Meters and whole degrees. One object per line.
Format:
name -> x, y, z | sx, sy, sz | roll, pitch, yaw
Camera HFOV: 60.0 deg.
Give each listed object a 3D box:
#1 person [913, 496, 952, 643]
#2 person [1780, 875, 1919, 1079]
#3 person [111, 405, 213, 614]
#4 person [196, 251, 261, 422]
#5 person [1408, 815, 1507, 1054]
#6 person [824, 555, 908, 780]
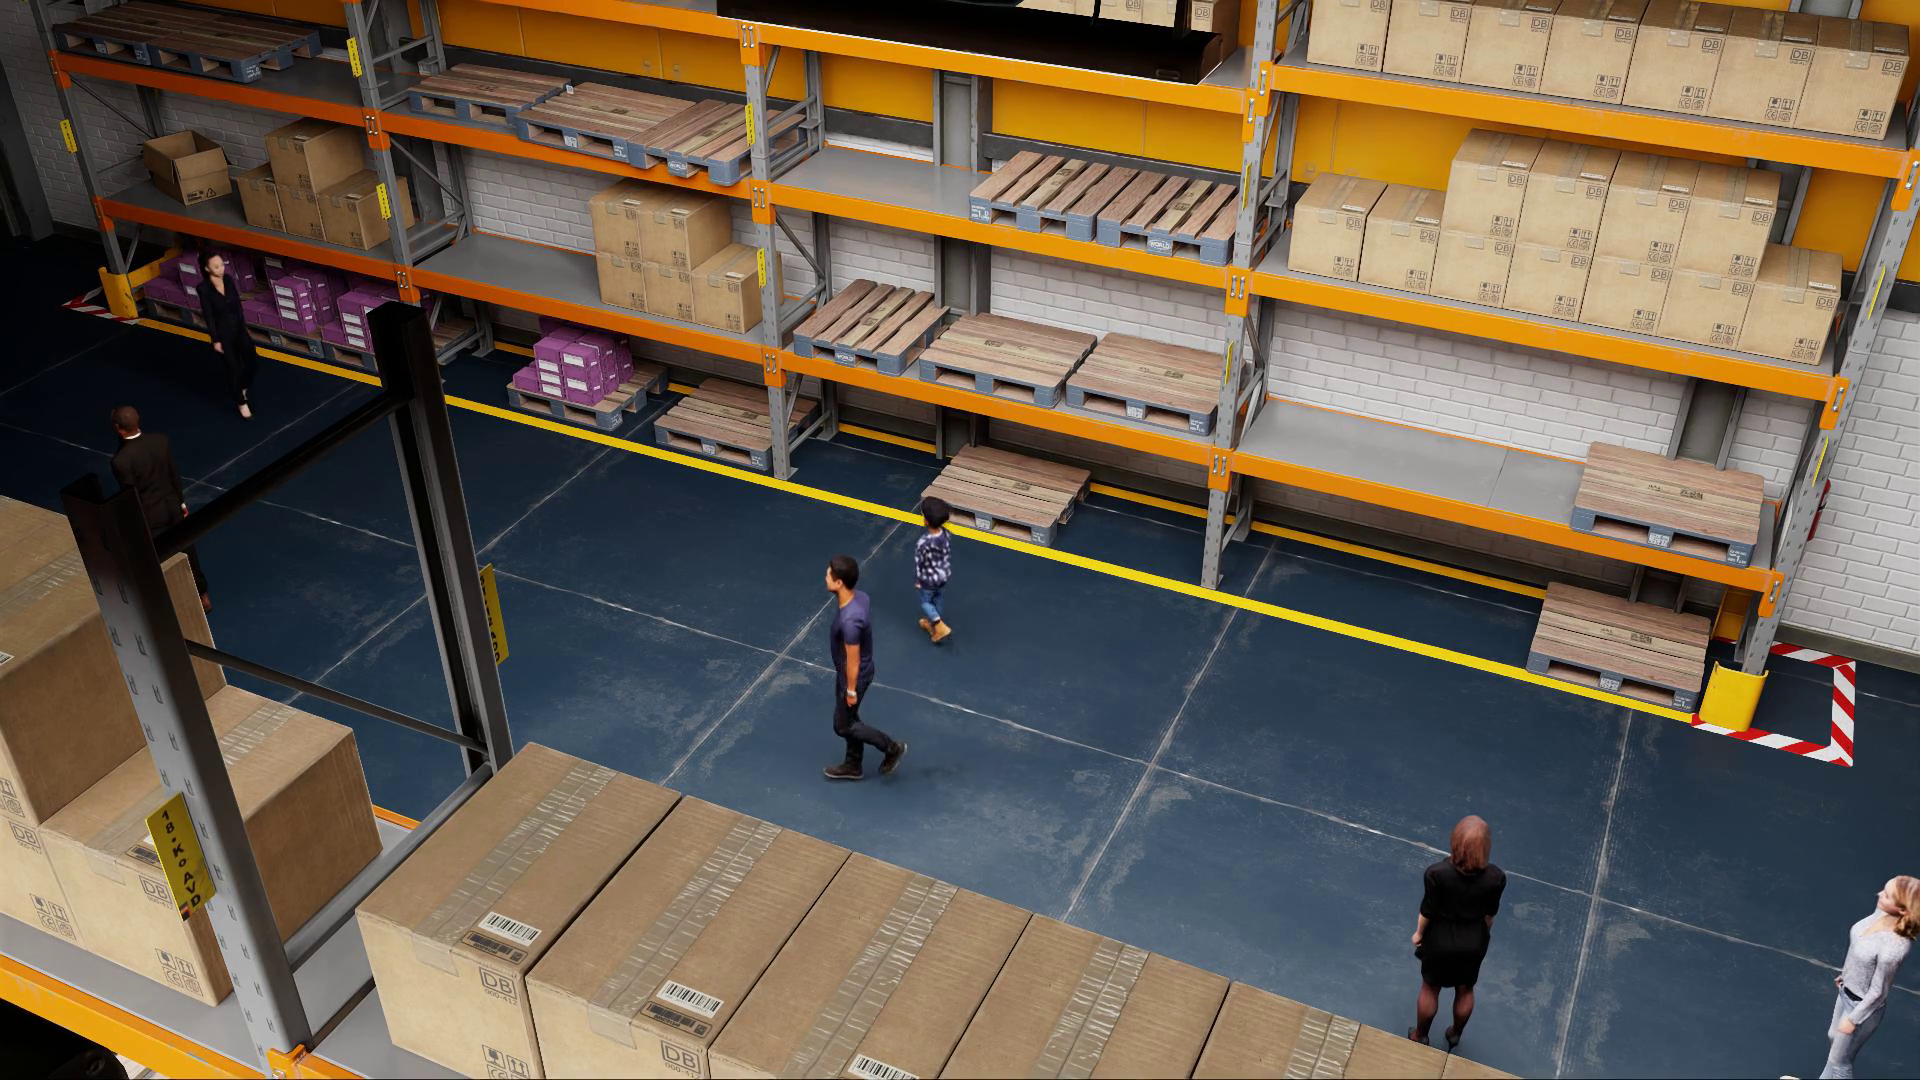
person -> -0.177, 0.252, 12.581 | 0.630, 1.244, 0.719 | -26, 42, -33
person -> 4.756, 2.437, 8.795 | 0.528, 1.797, 0.598 | 12, 35, 17
person -> -6.102, -0.186, 12.643 | 0.618, 1.905, 0.690 | 12, 35, 17
person -> -6.814, -1.886, 15.382 | 0.669, 1.703, 0.631 | 19, 38, 26
person -> 2.737, 2.218, 9.208 | 0.562, 1.703, 0.712 | 2, 34, 3
person -> -0.632, 0.896, 11.136 | 0.961, 1.771, 0.875 | -4, 34, -6
